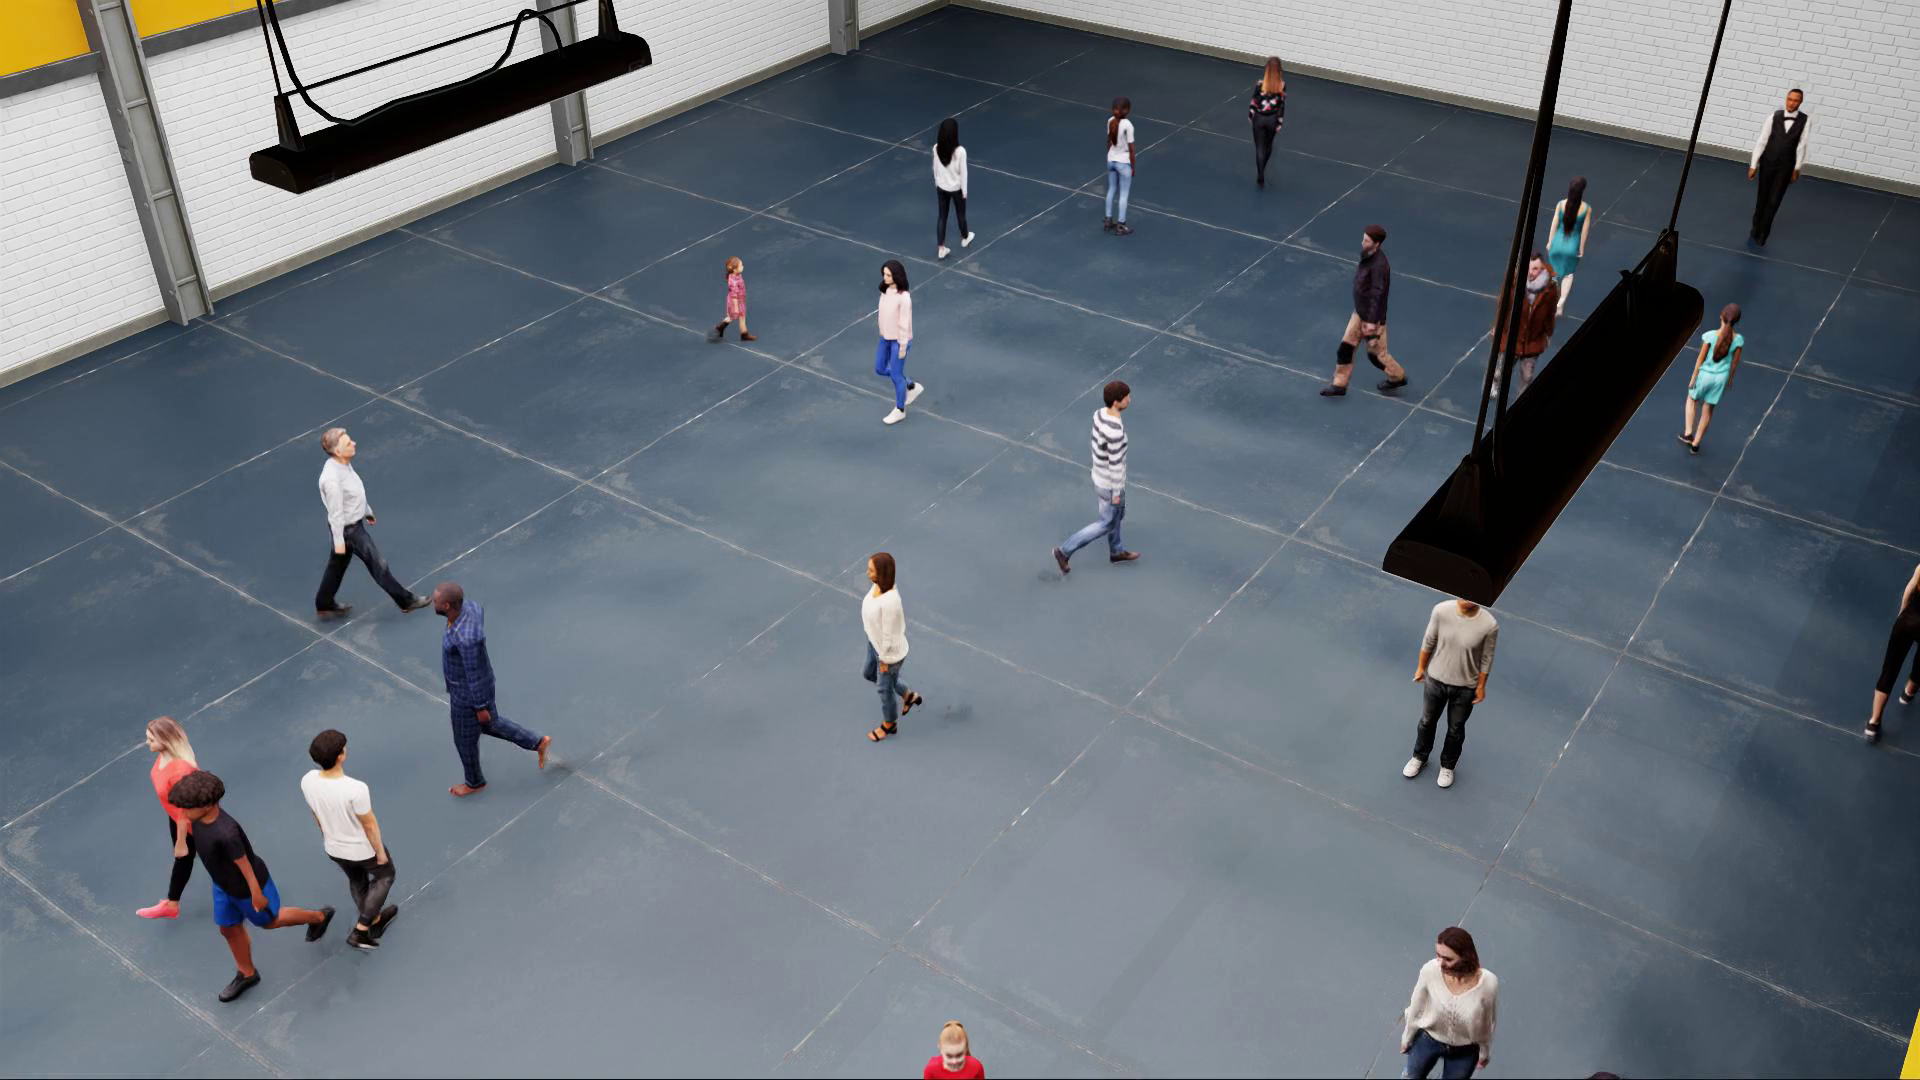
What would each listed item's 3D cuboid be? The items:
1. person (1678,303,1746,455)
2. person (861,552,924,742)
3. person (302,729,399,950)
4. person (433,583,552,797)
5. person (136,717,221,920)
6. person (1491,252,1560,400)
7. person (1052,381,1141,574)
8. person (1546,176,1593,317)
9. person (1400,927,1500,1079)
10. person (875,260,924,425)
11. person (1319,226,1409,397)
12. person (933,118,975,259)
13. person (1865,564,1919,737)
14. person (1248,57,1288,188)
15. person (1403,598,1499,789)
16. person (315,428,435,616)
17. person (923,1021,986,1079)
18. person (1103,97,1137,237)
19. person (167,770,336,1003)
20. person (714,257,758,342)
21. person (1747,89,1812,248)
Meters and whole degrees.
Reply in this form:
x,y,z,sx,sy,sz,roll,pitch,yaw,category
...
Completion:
x,y,z,sx,sy,sz,roll,pitch,yaw,category
7.242,-1.524,16.008,0.627,1.547,0.659,9,35,13,person
-0.475,0.786,12.421,0.851,1.671,0.791,-9,35,-14,person
-3.917,1.962,10.613,0.774,1.714,0.867,10,35,14,person
-3.394,1.053,11.909,1.120,1.792,1.045,-8,34,-12,person
-4.899,1.803,10.904,1.145,1.655,0.857,-21,39,-28,person
5.572,-2.036,16.536,0.979,1.815,1.094,2,34,2,person
1.182,-0.505,14.221,1.159,1.828,1.089,-6,34,-9,person
6.687,-3.191,18.397,0.626,1.679,0.668,10,35,15,person
2.753,2.826,9.340,0.731,1.684,0.675,7,34,11,person
-0.566,-1.996,16.528,0.873,1.757,0.805,-19,38,-26,person
4.230,-2.286,16.845,1.249,1.890,1.168,-3,34,-5,person
-0.157,-4.180,19.889,0.732,1.674,0.966,15,37,22,person
7.158,0.735,12.487,0.593,1.683,1.119,23,40,31,person
4.026,-5.457,21.845,0.968,1.637,1.132,0,34,1,person
3.558,0.984,11.996,0.685,1.811,0.568,17,37,23,person
-5.108,-0.092,13.653,1.266,1.769,1.167,-8,34,-11,person
-0.037,3.133,9.270,0.815,1.250,0.976,1,34,2,person
1.972,-4.630,20.526,0.599,1.719,0.633,-26,41,-33,person
-4.428,2.067,10.408,0.647,1.766,1.066,23,40,31,person
-2.484,-2.624,18.146,0.724,1.011,0.666,-5,34,-7,person
10.006,-4.602,20.330,0.745,1.890,1.027,19,38,26,person
